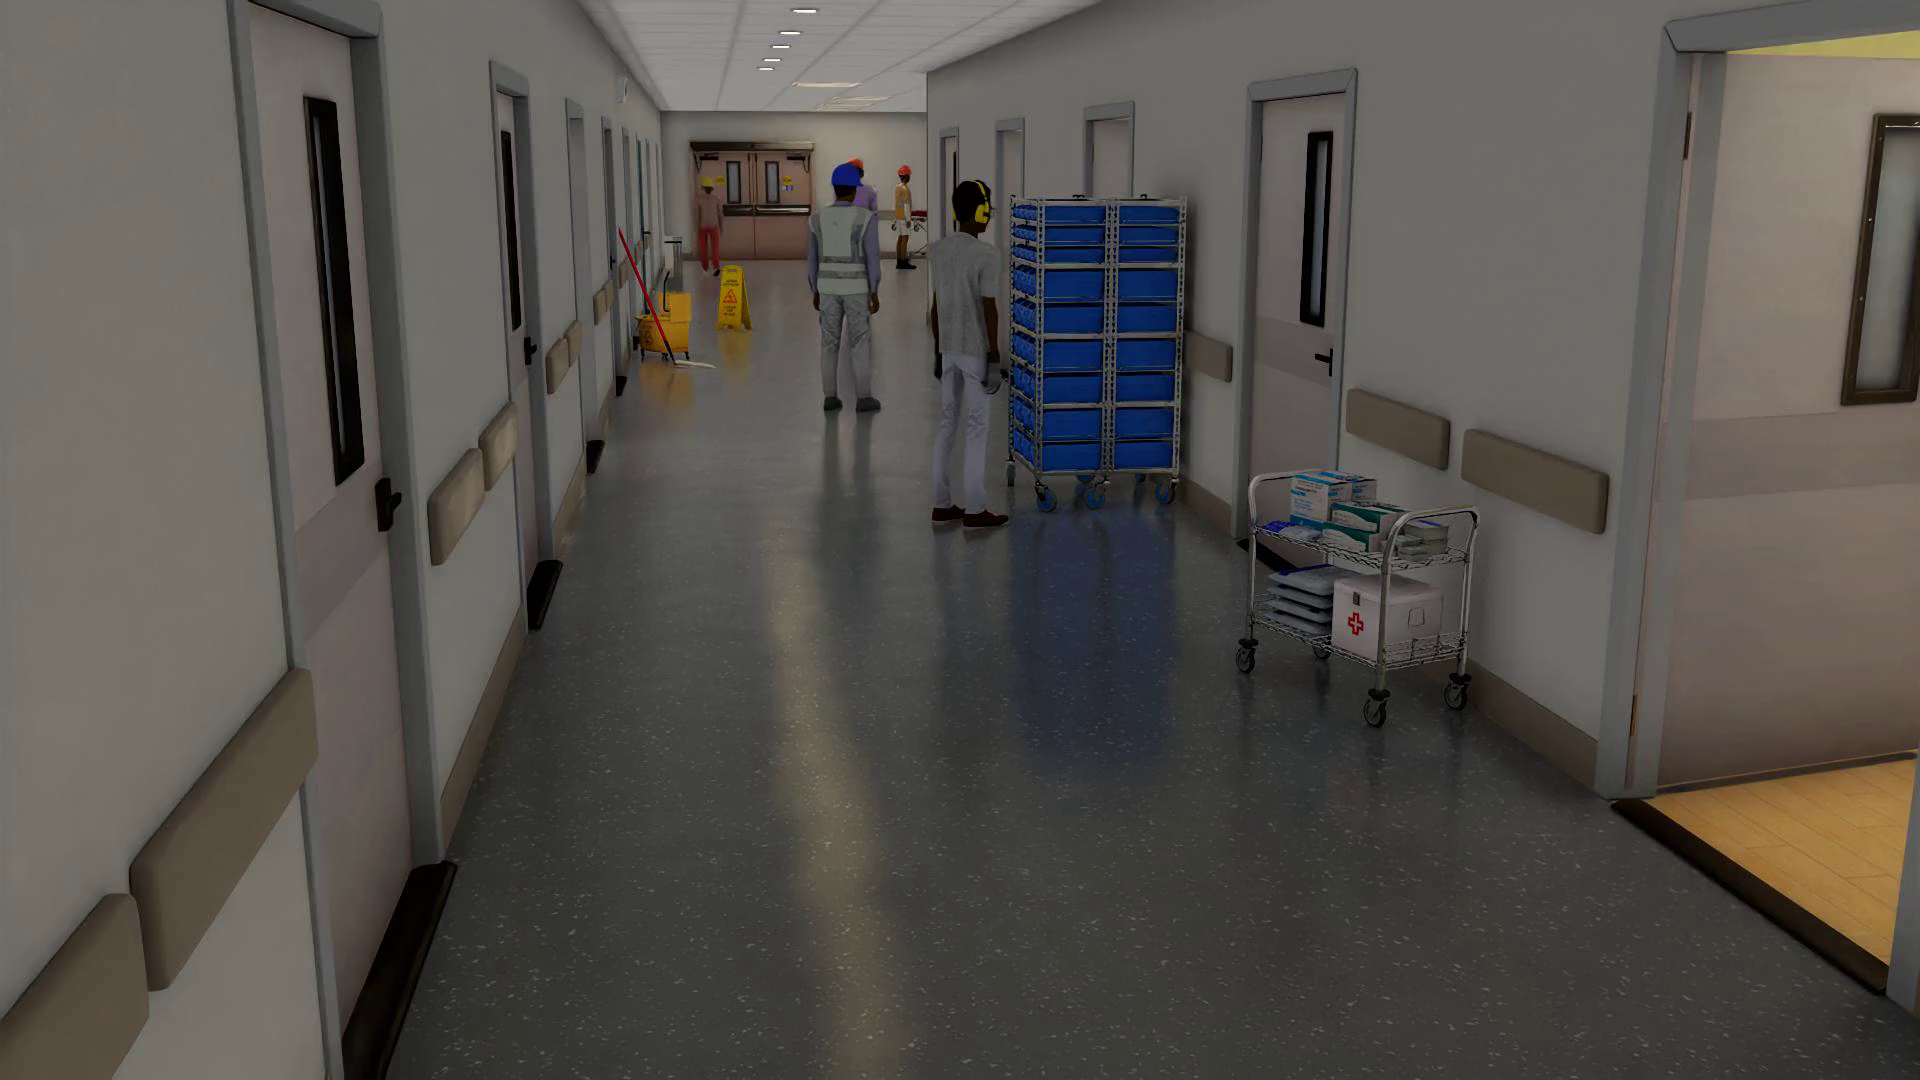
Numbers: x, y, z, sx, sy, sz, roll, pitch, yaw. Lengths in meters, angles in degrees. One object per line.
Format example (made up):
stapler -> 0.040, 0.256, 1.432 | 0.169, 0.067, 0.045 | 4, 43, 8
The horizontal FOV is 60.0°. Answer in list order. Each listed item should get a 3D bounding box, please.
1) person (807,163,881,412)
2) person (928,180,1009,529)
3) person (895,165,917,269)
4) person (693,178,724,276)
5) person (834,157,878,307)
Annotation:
person -> -0.910, -1.989, 13.189 | 0.606, 1.947, 0.406 | 4, 13, 19
person -> 0.043, -0.988, 8.952 | 0.329, 1.860, 0.494 | -12, 18, -43
person -> -1.045, -6.097, 31.447 | 0.344, 1.942, 0.547 | -5, 14, -20
person -> -4.437, -5.517, 29.384 | 0.548, 1.716, 0.935 | -3, 13, -13
person -> -1.412, -4.126, 22.465 | 0.608, 2.044, 0.370 | -4, 13, -18
